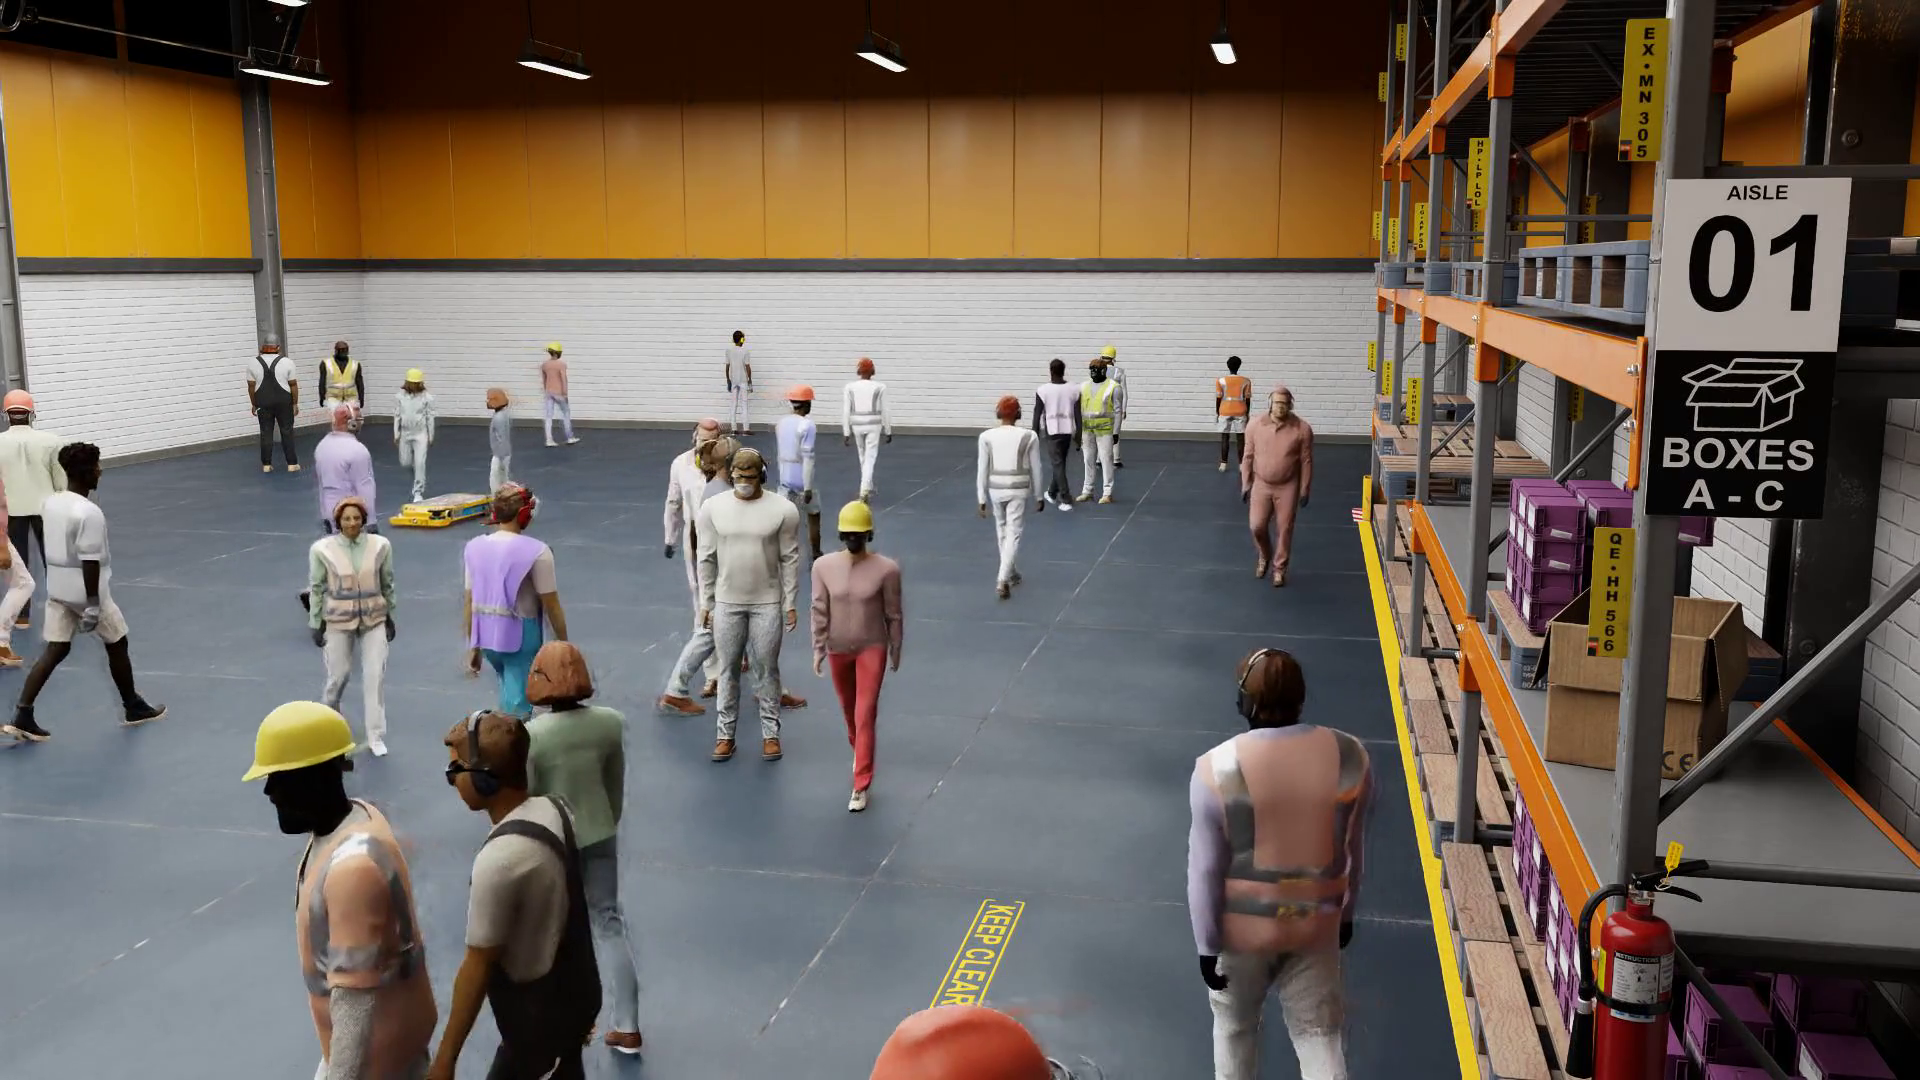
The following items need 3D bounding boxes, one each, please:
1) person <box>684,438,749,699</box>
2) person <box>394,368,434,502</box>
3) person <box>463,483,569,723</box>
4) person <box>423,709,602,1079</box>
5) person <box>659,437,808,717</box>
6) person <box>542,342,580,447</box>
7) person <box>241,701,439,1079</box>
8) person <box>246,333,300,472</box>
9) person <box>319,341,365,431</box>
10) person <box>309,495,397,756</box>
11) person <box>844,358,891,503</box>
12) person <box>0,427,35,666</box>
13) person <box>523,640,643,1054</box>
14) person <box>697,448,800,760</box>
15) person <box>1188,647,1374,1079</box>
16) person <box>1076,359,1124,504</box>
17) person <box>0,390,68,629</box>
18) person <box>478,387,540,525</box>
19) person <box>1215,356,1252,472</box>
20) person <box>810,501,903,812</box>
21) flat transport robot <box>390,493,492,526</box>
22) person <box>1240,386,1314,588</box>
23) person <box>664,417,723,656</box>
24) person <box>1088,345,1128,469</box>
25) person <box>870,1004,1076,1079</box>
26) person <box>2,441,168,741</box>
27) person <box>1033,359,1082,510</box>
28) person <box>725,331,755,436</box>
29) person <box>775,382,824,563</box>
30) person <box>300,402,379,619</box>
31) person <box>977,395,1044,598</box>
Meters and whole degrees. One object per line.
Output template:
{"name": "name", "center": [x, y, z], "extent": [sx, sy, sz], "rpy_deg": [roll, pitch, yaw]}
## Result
{"name": "person", "center": [-1.697, 0.153, 11.986], "extent": [0.533, 1.824, 0.961], "rpy_deg": [1, 9, 5]}
{"name": "person", "center": [-6.965, -1.348, 21.275], "extent": [0.501, 1.719, 0.477], "rpy_deg": [-1, 9, -4]}
{"name": "person", "center": [-2.434, 0.599, 9.274], "extent": [0.592, 1.823, 0.613], "rpy_deg": [5, 11, 30]}
{"name": "person", "center": [-1.282, 1.369, 4.655], "extent": [0.837, 1.799, 0.552], "rpy_deg": [0, 9, 0]}
{"name": "person", "center": [-1.573, 0.265, 11.174], "extent": [0.985, 1.905, 0.639], "rpy_deg": [0, 9, 1]}
{"name": "person", "center": [-6.682, -2.436, 27.771], "extent": [0.553, 1.733, 0.787], "rpy_deg": [4, 10, 24]}
{"name": "person", "center": [-1.653, 1.366, 4.514], "extent": [0.991, 1.855, 0.718], "rpy_deg": [-5, 11, -27]}
{"name": "person", "center": [-10.047, -2.022, 24.395], "extent": [0.688, 2.000, 0.536], "rpy_deg": [-2, 10, -11]}
{"name": "person", "center": [-9.802, -2.248, 26.413], "extent": [0.665, 1.816, 0.626], "rpy_deg": [-5, 11, -30]}
{"name": "person", "center": [-3.798, 0.513, 10.402], "extent": [0.522, 1.622, 0.634], "rpy_deg": [-6, 11, -32]}
{"name": "person", "center": [-1.198, -1.409, 21.331], "extent": [0.585, 1.846, 0.970], "rpy_deg": [2, 10, 13]}
{"name": "person", "center": [-7.246, -0.003, 12.411], "extent": [0.650, 1.977, 0.449], "rpy_deg": [6, 11, 31]}
{"name": "person", "center": [-1.524, 1.176, 6.499], "extent": [0.523, 1.584, 0.875], "rpy_deg": [-8, 12, -40]}
{"name": "person", "center": [-1.290, 0.392, 10.178], "extent": [0.627, 1.934, 0.370], "rpy_deg": [0, 9, -2]}
{"name": "person", "center": [1.034, 1.252, 5.354], "extent": [0.623, 1.819, 0.814], "rpy_deg": [-1, 9, -7]}
{"name": "person", "center": [1.749, -1.380, 21.126], "extent": [0.636, 1.842, 0.429], "rpy_deg": [7, 12, 35]}
{"name": "person", "center": [-7.795, -0.259, 13.909], "extent": [0.616, 1.993, 0.395], "rpy_deg": [-6, 11, -33]}
{"name": "person", "center": [-5.286, -0.976, 19.358], "extent": [0.625, 1.615, 0.508], "rpy_deg": [-1, 9, -5]}
{"name": "person", "center": [3.993, -1.842, 24.343], "extent": [0.540, 1.695, 0.317], "rpy_deg": [0, 9, 2]}
{"name": "person", "center": [-0.576, 0.601, 9.552], "extent": [0.509, 1.721, 0.909], "rpy_deg": [2, 10, 9]}
{"name": "flat transport robot", "center": [-6.075, -0.372, 19.775], "extent": [0.652, 0.197, 1.431], "rpy_deg": [3, 10, 15]}
{"name": "person", "center": [2.976, -0.499, 15.649], "extent": [0.674, 1.892, 0.425], "rpy_deg": [3, 10, 16]}
{"name": "person", "center": [-1.928, -0.009, 12.752], "extent": [0.745, 1.876, 0.456], "rpy_deg": [3, 10, 17]}
{"name": "person", "center": [2.203, -1.969, 24.705], "extent": [0.590, 1.833, 0.404], "rpy_deg": [3, 10, 17]}
{"name": "person", "center": [0.018, 1.632, 2.416], "extent": [0.516, 2.024, 0.627], "rpy_deg": [-3, 10, -18]}
{"name": "person", "center": [-5.684, 0.324, 10.656], "extent": [0.626, 1.927, 1.004], "rpy_deg": [5, 11, 30]}
{"name": "person", "center": [1.221, -1.322, 20.751], "extent": [0.586, 1.855, 1.048], "rpy_deg": [-3, 10, -19]}
{"name": "person", "center": [-3.900, -2.777, 29.483], "extent": [0.507, 1.865, 0.329], "rpy_deg": [3, 10, 20]}
{"name": "person", "center": [-1.654, -0.592, 16.246], "extent": [0.555, 1.901, 0.957], "rpy_deg": [8, 13, 41]}
{"name": "person", "center": [-5.158, -0.207, 13.932], "extent": [0.651, 1.887, 0.613], "rpy_deg": [8, 12, 40]}
{"name": "person", "center": [0.447, -0.408, 15.325], "extent": [0.581, 1.845, 0.990], "rpy_deg": [3, 10, 18]}
